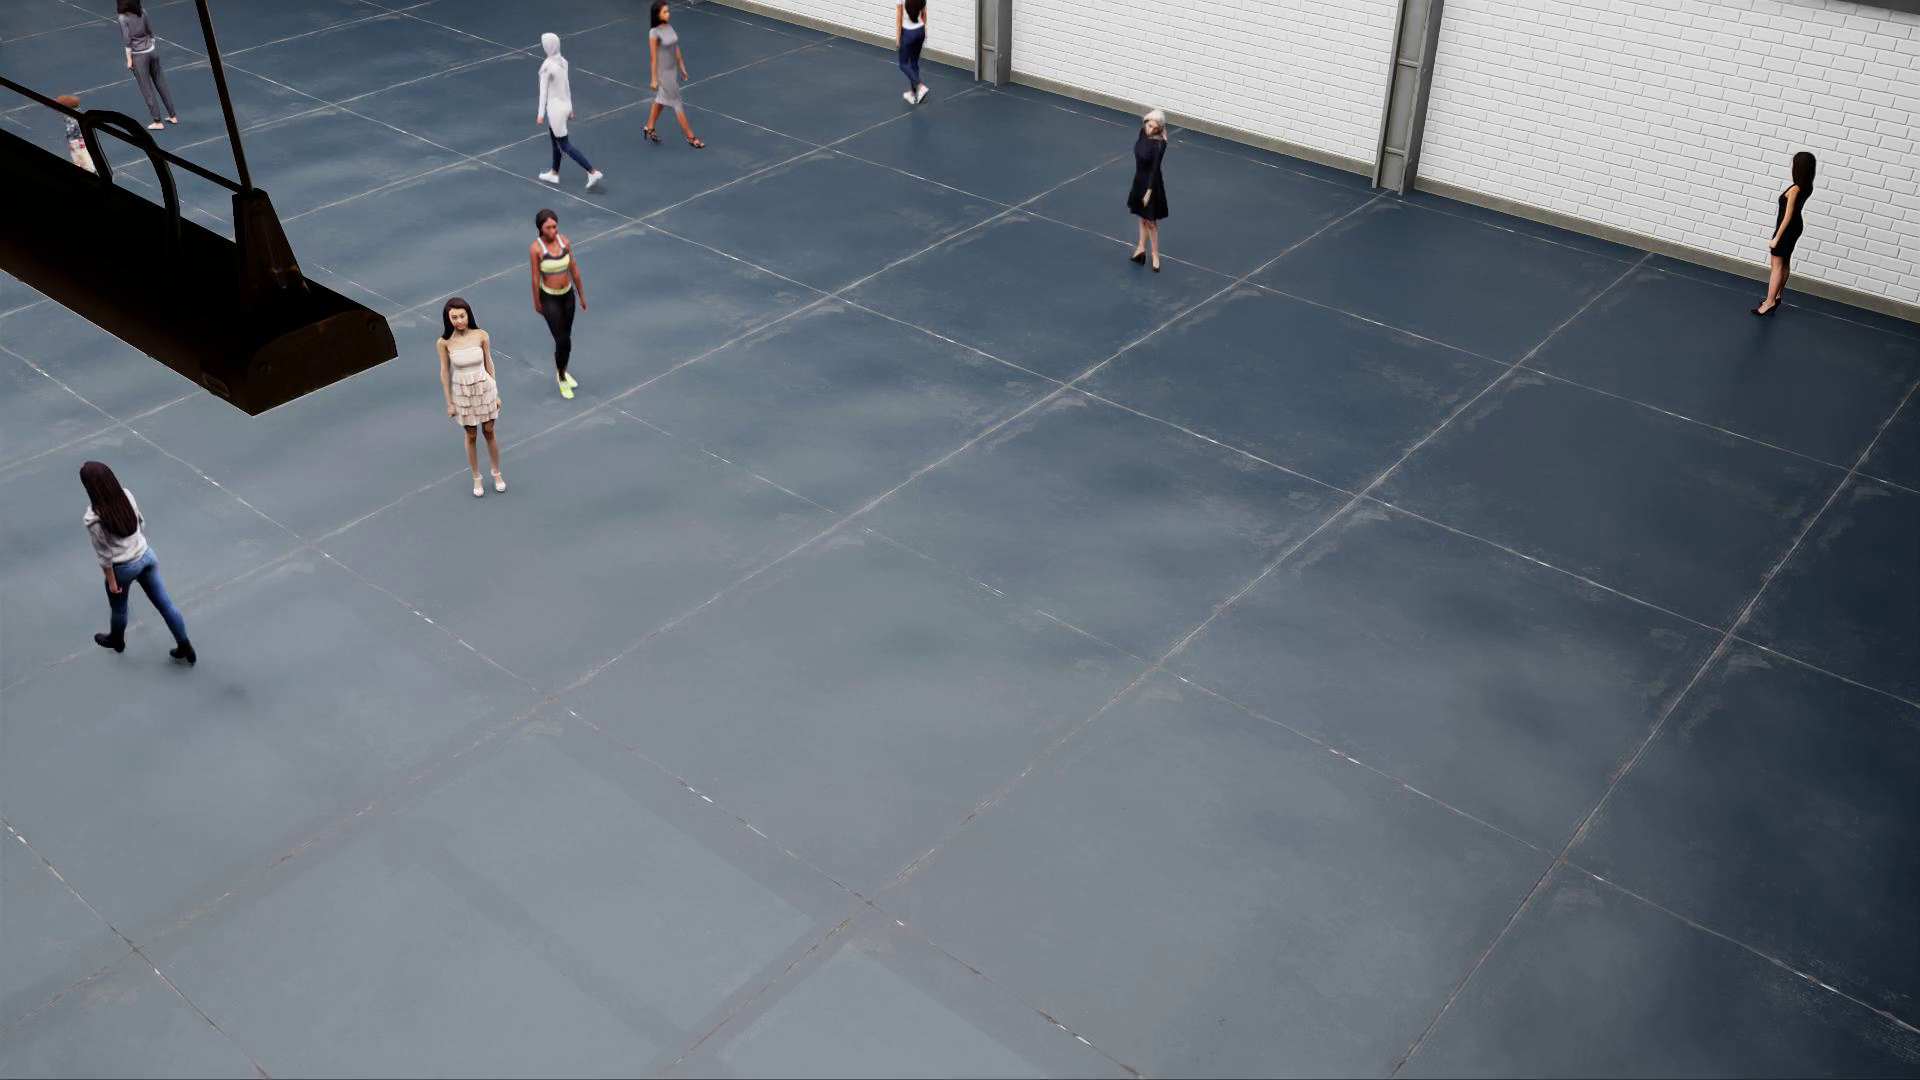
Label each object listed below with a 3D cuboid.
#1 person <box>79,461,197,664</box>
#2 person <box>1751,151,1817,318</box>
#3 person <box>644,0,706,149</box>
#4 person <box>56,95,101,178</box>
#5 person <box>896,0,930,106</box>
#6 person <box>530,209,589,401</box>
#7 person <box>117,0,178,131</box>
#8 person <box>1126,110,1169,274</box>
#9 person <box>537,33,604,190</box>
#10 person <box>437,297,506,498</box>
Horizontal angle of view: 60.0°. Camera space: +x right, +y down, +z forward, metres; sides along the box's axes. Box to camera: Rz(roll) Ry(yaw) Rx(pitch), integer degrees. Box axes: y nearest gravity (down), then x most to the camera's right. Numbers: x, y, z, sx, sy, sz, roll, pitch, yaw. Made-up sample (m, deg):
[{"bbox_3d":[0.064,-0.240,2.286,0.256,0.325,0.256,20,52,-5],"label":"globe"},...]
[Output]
[{"bbox_3d":[-5.621,0.203,11.427,1.078,1.592,0.842,11,35,17],"label":"person"},{"bbox_3d":[8.034,-2.969,16.148,0.587,1.648,0.512,-29,43,-36],"label":"person"},{"bbox_3d":[-3.598,-5.557,19.969,1.166,1.730,0.832,13,36,19],"label":"person"},{"bbox_3d":[-9.583,-4.136,18.103,0.700,1.429,0.638,-4,34,-6],"label":"person"},{"bbox_3d":[-0.573,-6.374,21.169,0.765,1.761,0.956,-19,38,-26],"label":"person"},{"bbox_3d":[-3.631,-2.161,14.852,0.605,1.737,0.715,-27,42,-35],"label":"person"},{"bbox_3d":[-10.103,-5.979,20.573,0.597,1.763,0.650,15,36,21],"label":"person"},{"bbox_3d":[1.904,-3.628,17.071,0.853,1.724,0.713,-4,34,-6],"label":"person"},{"bbox_3d":[-4.476,-4.809,18.826,1.198,1.748,0.923,10,35,14],"label":"person"},{"bbox_3d":[-3.896,-1.146,13.326,0.657,1.736,0.658,-14,36,-20],"label":"person"}]
